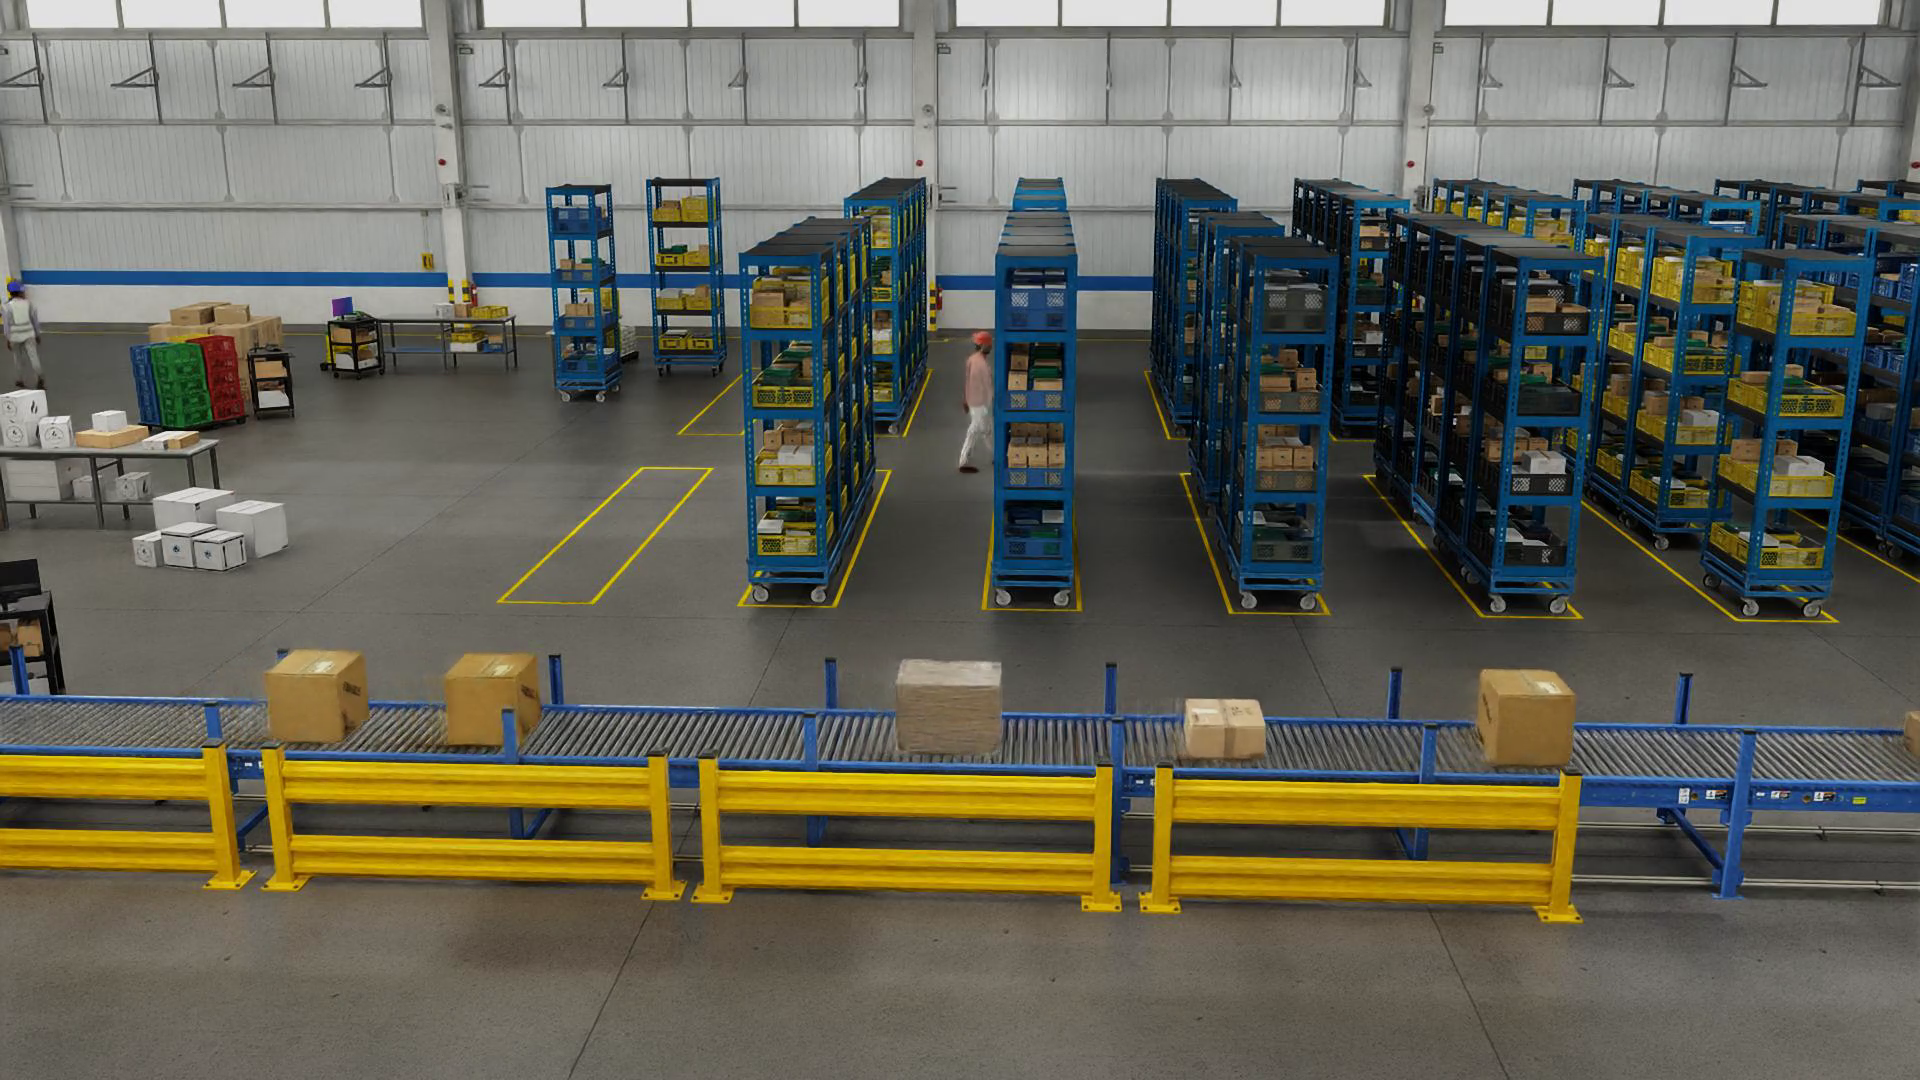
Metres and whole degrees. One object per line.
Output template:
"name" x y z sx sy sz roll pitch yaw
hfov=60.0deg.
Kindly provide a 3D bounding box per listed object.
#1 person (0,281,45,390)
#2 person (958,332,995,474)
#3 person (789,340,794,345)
"person" -16.478 -3.596 29.268 0.917 1.916 0.624 13 20 41
"person" 0.378 -1.889 22.858 1.005 1.943 0.628 -6 16 -21
"person" -2.841 -3.555 29.278 0.589 1.824 0.403 13 20 41
